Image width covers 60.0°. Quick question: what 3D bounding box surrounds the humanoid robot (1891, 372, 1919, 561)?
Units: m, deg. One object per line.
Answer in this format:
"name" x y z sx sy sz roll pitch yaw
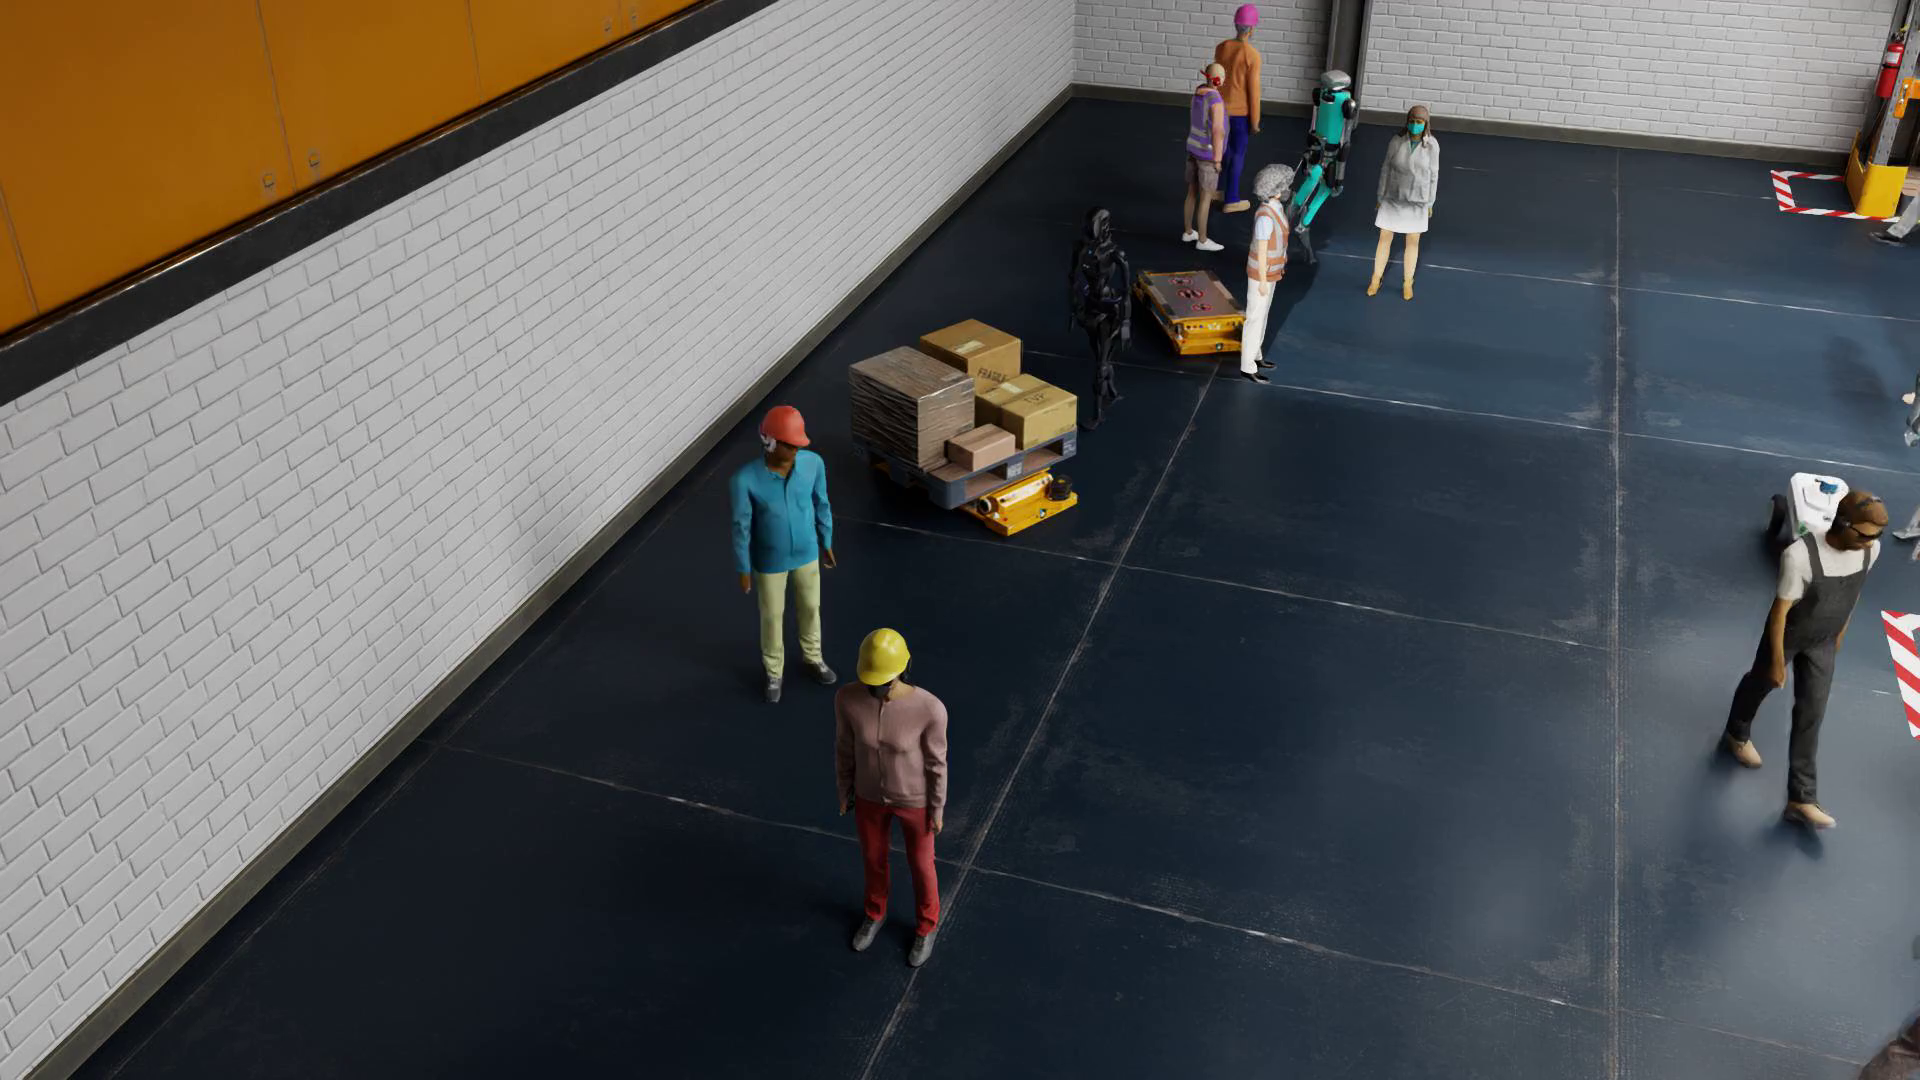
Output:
"humanoid robot" 6.254 -0.666 10.357 0.746 1.818 0.546 -15 34 -24

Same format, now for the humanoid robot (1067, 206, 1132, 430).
"humanoid robot" 1.028 -1.645 12.057 0.584 1.625 0.649 24 38 35

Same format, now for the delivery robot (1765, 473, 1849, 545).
"delivery robot" 5.452 -0.130 10.570 0.499 0.601 0.775 10 32 16

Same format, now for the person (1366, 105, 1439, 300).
"person" 3.773 -2.851 14.100 0.487 1.659 0.340 10 32 17

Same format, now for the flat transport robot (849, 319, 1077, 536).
"flat transport robot" 0.066 -0.462 11.412 0.659 0.231 1.431 -25 38 -35

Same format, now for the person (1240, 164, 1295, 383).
"person" 2.335 -2.042 12.694 0.308 1.689 0.440 11 32 17

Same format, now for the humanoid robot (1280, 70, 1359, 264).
"humanoid robot" 2.997 -3.169 14.661 0.804 1.852 0.536 -14 33 -23

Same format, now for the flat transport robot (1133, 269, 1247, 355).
"flat transport robot" 1.951 -1.926 13.902 0.659 0.231 1.431 -5 31 -9

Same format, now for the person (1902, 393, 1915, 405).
"person" 7.447 -1.862 12.243 0.702 1.847 0.374 -18 35 -28

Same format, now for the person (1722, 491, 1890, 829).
"person" 4.206 0.532 8.222 0.518 1.774 0.950 -3 31 -5

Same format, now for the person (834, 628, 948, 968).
"person" -0.302 1.122 7.248 0.516 1.756 0.340 9 32 14

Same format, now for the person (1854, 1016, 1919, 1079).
"person" 3.970 1.685 6.310 0.922 1.727 0.468 6 31 10

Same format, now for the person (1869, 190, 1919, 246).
"person" 8.959 -3.443 14.988 0.918 1.781 0.610 10 32 17

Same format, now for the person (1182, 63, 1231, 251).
"person" 2.237 -3.490 15.156 0.349 1.693 0.480 -11 32 -18

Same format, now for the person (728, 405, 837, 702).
"person" -0.953 0.072 9.051 0.598 1.739 0.317 -15 34 -24

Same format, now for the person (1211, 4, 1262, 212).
"person" 2.647 -4.125 15.963 0.430 1.971 0.556 -27 40 -37
